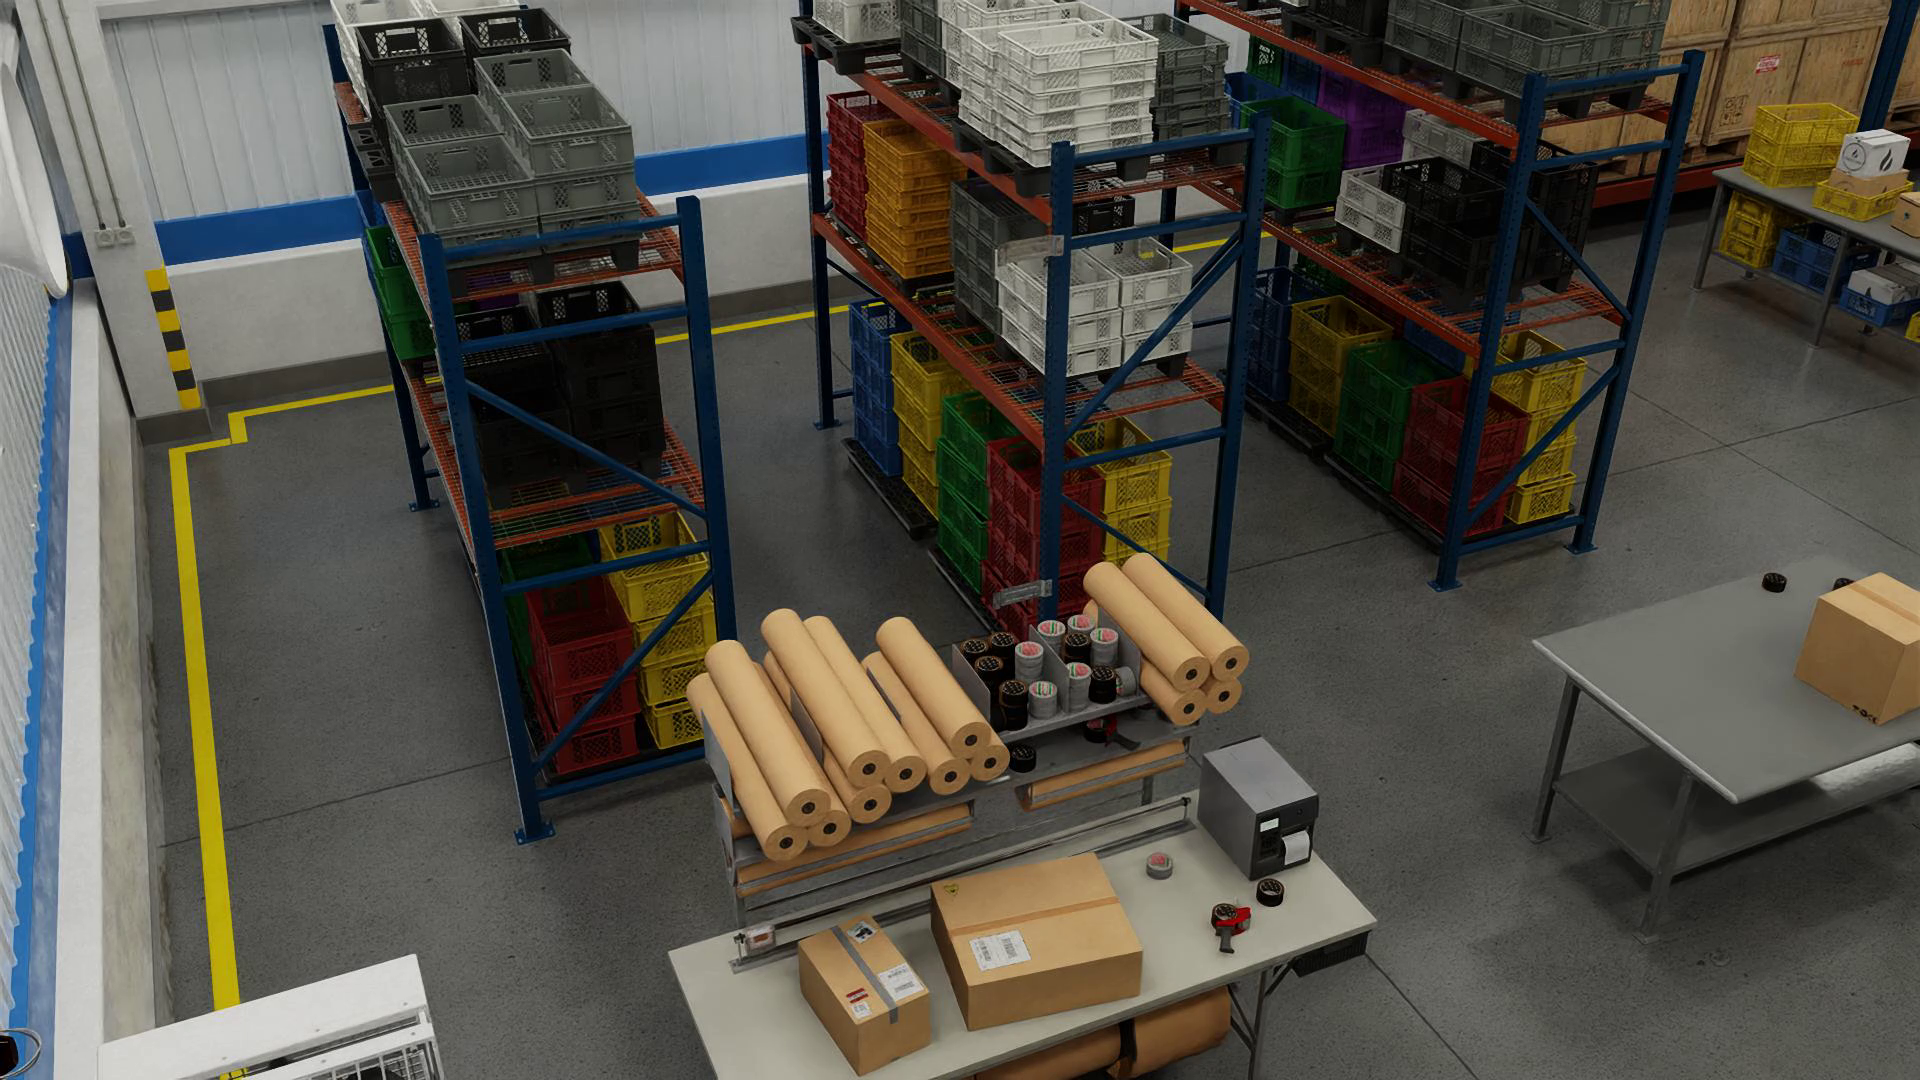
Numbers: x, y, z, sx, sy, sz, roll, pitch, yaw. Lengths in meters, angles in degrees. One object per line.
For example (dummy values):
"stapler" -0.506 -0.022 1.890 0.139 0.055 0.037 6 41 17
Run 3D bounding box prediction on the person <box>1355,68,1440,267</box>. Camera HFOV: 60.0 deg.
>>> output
"person" 3.419 -2.977 13.203 0.639 1.938 0.353 9 33 14
